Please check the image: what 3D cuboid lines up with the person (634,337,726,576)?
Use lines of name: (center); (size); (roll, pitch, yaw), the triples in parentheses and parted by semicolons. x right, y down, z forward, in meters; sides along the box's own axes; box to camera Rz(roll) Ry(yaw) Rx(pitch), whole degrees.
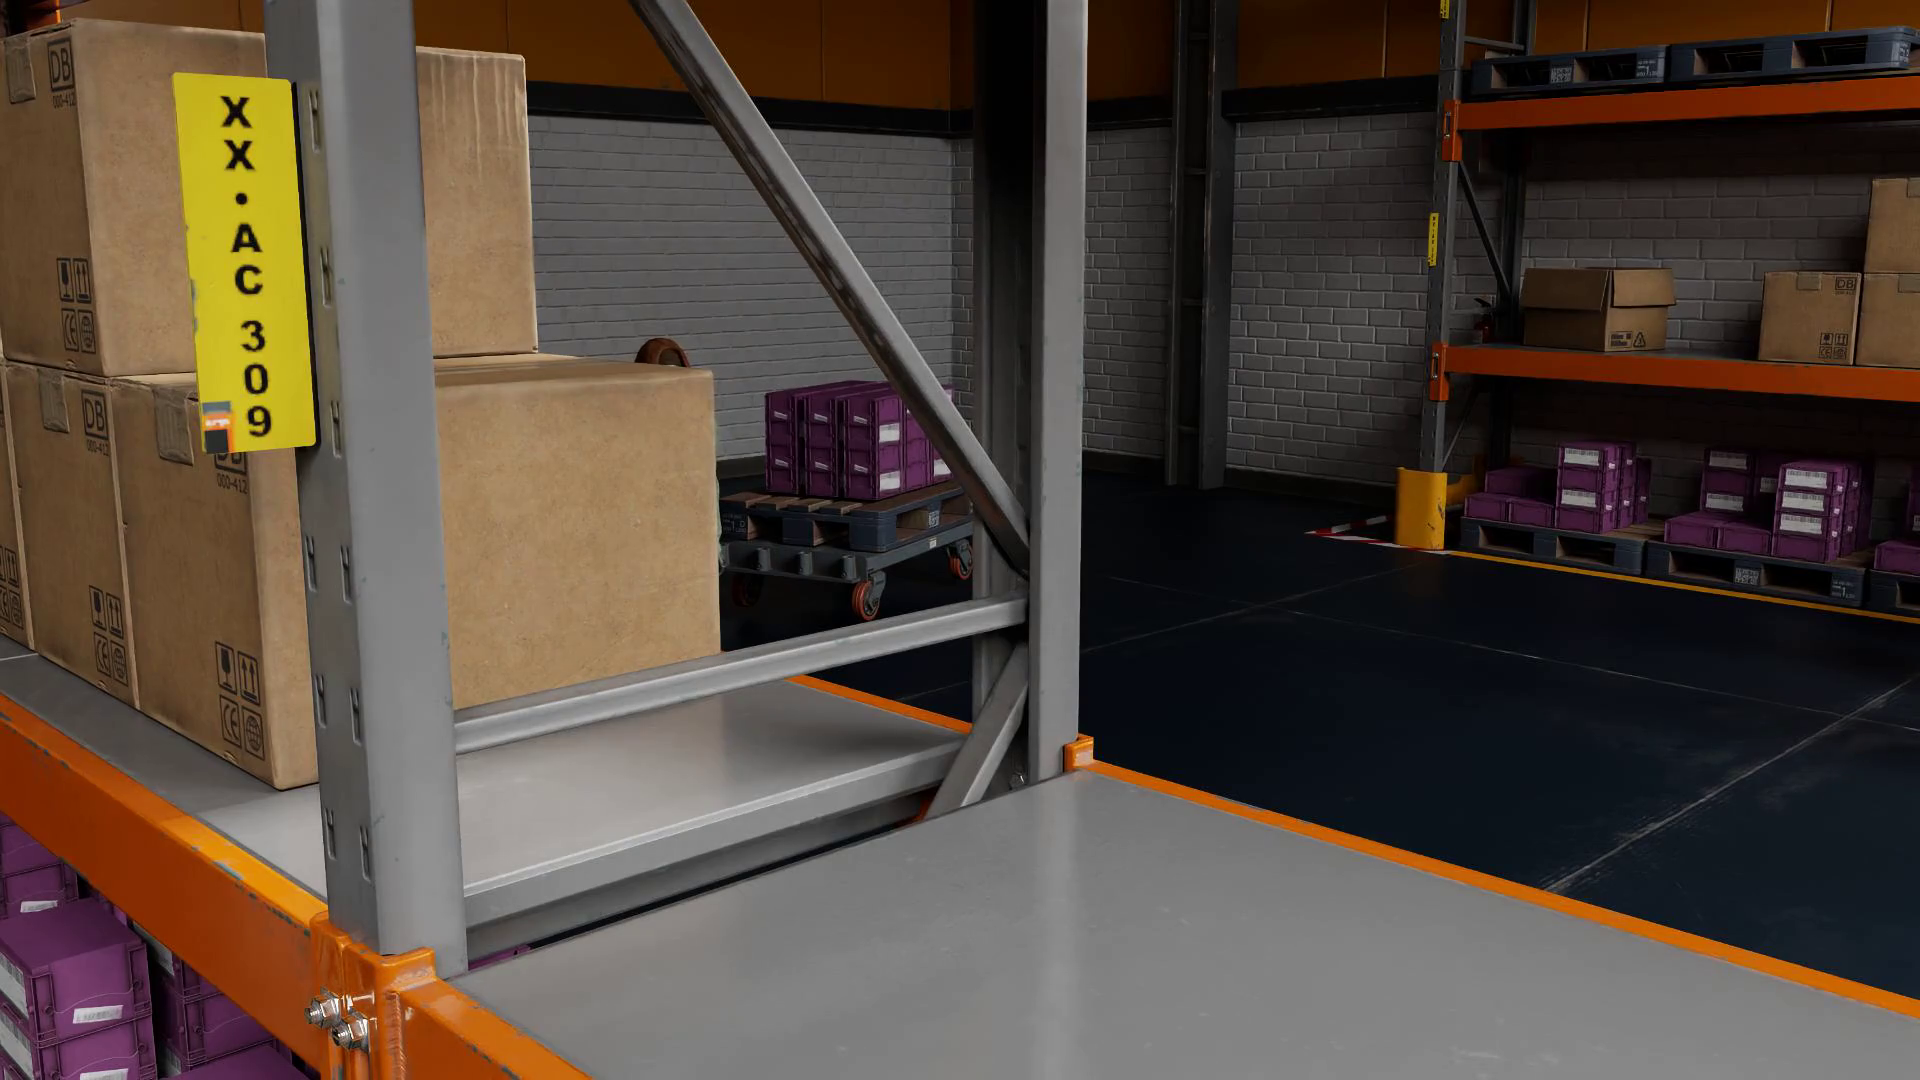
person: (-1.143, 0.038, 6.445); (0.500, 1.634, 0.286); (-8, 13, -37)
